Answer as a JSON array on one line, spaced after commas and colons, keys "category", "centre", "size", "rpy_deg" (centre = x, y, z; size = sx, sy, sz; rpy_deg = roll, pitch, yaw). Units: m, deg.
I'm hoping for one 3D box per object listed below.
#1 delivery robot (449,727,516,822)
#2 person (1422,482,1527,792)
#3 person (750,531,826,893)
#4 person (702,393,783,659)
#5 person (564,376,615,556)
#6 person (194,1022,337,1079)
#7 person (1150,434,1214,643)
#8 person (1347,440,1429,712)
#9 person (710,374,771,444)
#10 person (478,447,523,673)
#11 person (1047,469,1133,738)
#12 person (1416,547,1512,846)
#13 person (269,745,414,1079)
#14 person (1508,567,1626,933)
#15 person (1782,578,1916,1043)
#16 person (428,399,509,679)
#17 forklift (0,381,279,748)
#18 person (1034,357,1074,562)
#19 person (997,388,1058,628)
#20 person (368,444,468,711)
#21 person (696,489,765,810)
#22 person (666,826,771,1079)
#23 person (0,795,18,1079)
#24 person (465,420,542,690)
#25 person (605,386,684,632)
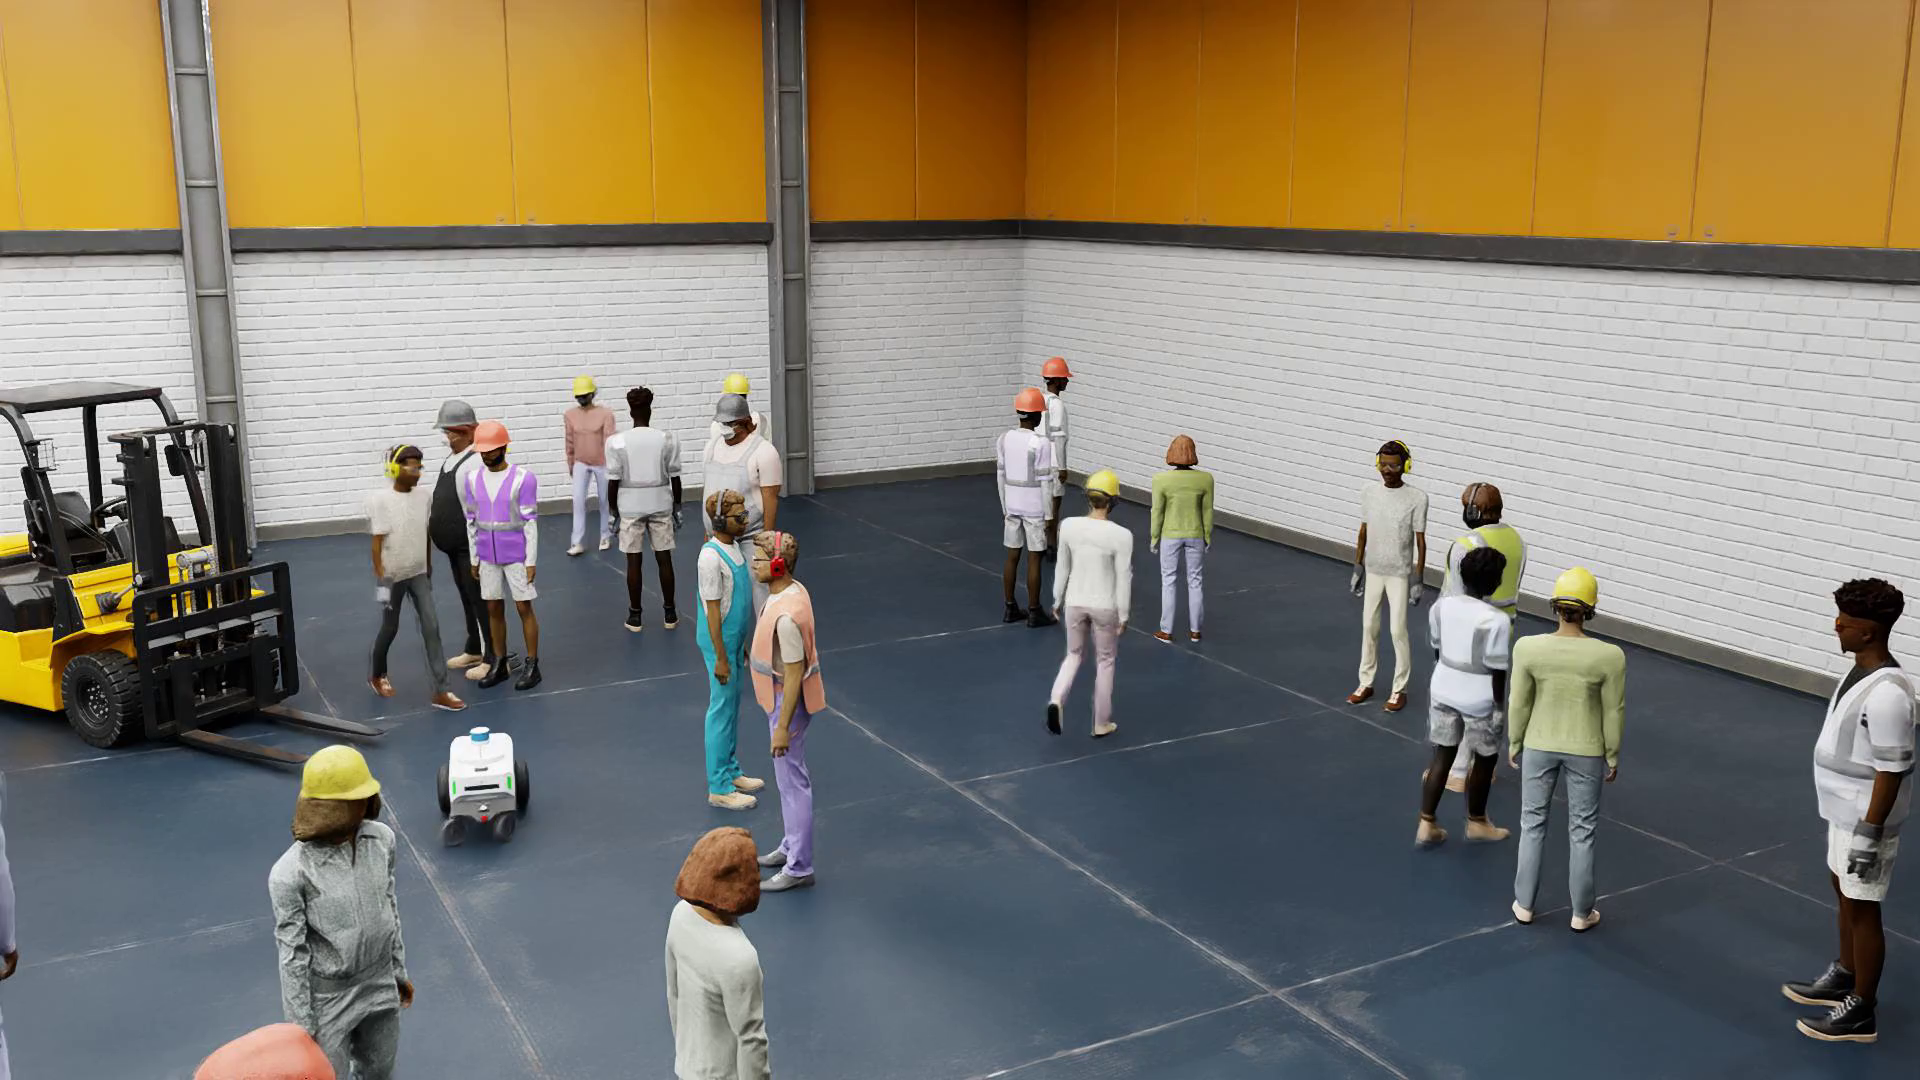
[{"category": "delivery robot", "centre": [-2.652, 1.283, 9.229], "size": [0.477, 0.478, 0.707], "rpy_deg": [-3, 13, -15]}, {"category": "person", "centre": [3.038, 0.570, 9.801], "size": [0.637, 1.830, 0.429], "rpy_deg": [-10, 15, -38]}, {"category": "person", "centre": [-0.872, 0.857, 8.401], "size": [0.389, 1.847, 0.563], "rpy_deg": [-2, 12, -7]}, {"category": "person", "centre": [-1.680, -0.111, 12.484], "size": [0.684, 2.000, 0.536], "rpy_deg": [7, 14, 28]}, {"category": "person", "centre": [-3.562, -0.704, 15.980], "size": [0.542, 1.728, 0.845], "rpy_deg": [1, 12, 4]}, {"category": "person", "centre": [-1.309, 1.887, 3.166], "size": [0.632, 2.042, 0.581], "rpy_deg": [9, 15, 35]}, {"category": "person", "centre": [1.723, -0.009, 12.957], "size": [0.500, 1.636, 0.280], "rpy_deg": [-1, 12, -6]}, {"category": "person", "centre": [2.902, 0.237, 11.290], "size": [0.518, 1.860, 0.322], "rpy_deg": [10, 16, 40]}, {"category": "person", "centre": [-1.915, -0.479, 14.474], "size": [0.586, 1.928, 0.369], "rpy_deg": [-10, 16, -39]}, {"category": "person", "centre": [-3.436, 0.060, 12.197], "size": [0.403, 1.823, 0.588], "rpy_deg": [-4, 13, -17]}, {"category": "person", "centre": [0.815, 0.431, 10.615], "size": [0.553, 1.748, 0.595], "rpy_deg": [7, 14, 28]}, {"category": "person", "centre": [2.704, 0.848, 8.887], "size": [0.564, 1.672, 0.581], "rpy_deg": [-8, 14, -32]}, {"category": "person", "centre": [-2.022, 1.519, 5.543], "size": [0.303, 1.743, 0.493], "rpy_deg": [6, 14, 28]}, {"category": "person", "centre": [2.877, 0.998, 7.931], "size": [0.523, 1.769, 0.313], "rpy_deg": [6, 13, 25]}, {"category": "person", "centre": [3.732, 1.115, 6.912], "size": [0.367, 1.963, 0.609], "rpy_deg": [4, 13, 19]}, {"category": "person", "centre": [-3.573, -0.019, 12.050], "size": [0.536, 2.000, 0.691], "rpy_deg": [-7, 14, -31]}, {"category": "forklift", "centre": [-5.853, 0.085, 11.199], "size": [2.313, 2.155, 1.214], "rpy_deg": [7, 14, 28]}, {"category": "person", "centre": [0.891, -0.760, 15.766], "size": [0.359, 1.939, 0.542], "rpy_deg": [-4, 13, -20]}, {"category": "person", "centre": [0.552, -0.259, 13.420], "size": [0.547, 1.938, 0.359], "rpy_deg": [11, 16, 41]}, {"category": "person", "centre": [-3.802, 0.247, 11.361], "size": [0.983, 1.814, 0.544], "rpy_deg": [10, 16, 39]}, {"category": "person", "centre": [-1.326, 0.615, 9.540], "size": [0.345, 1.846, 0.506], "rpy_deg": [1, 12, 4]}, {"category": "person", "centre": [-0.727, 1.664, 5.122], "size": [0.270, 1.631, 0.507], "rpy_deg": [-8, 15, -34]}, {"category": "person", "centre": [-3.496, 1.424, 5.604], "size": [0.597, 1.912, 0.389], "rpy_deg": [-10, 16, -40]}, {"category": "person", "centre": [-3.228, 0.110, 11.717], "size": [0.541, 1.929, 0.381], "rpy_deg": [2, 12, 11]}, {"category": "person", "centre": [-2.518, -0.248, 13.300], "size": [0.612, 1.962, 0.364], "rpy_deg": [-4, 13, -17]}]
